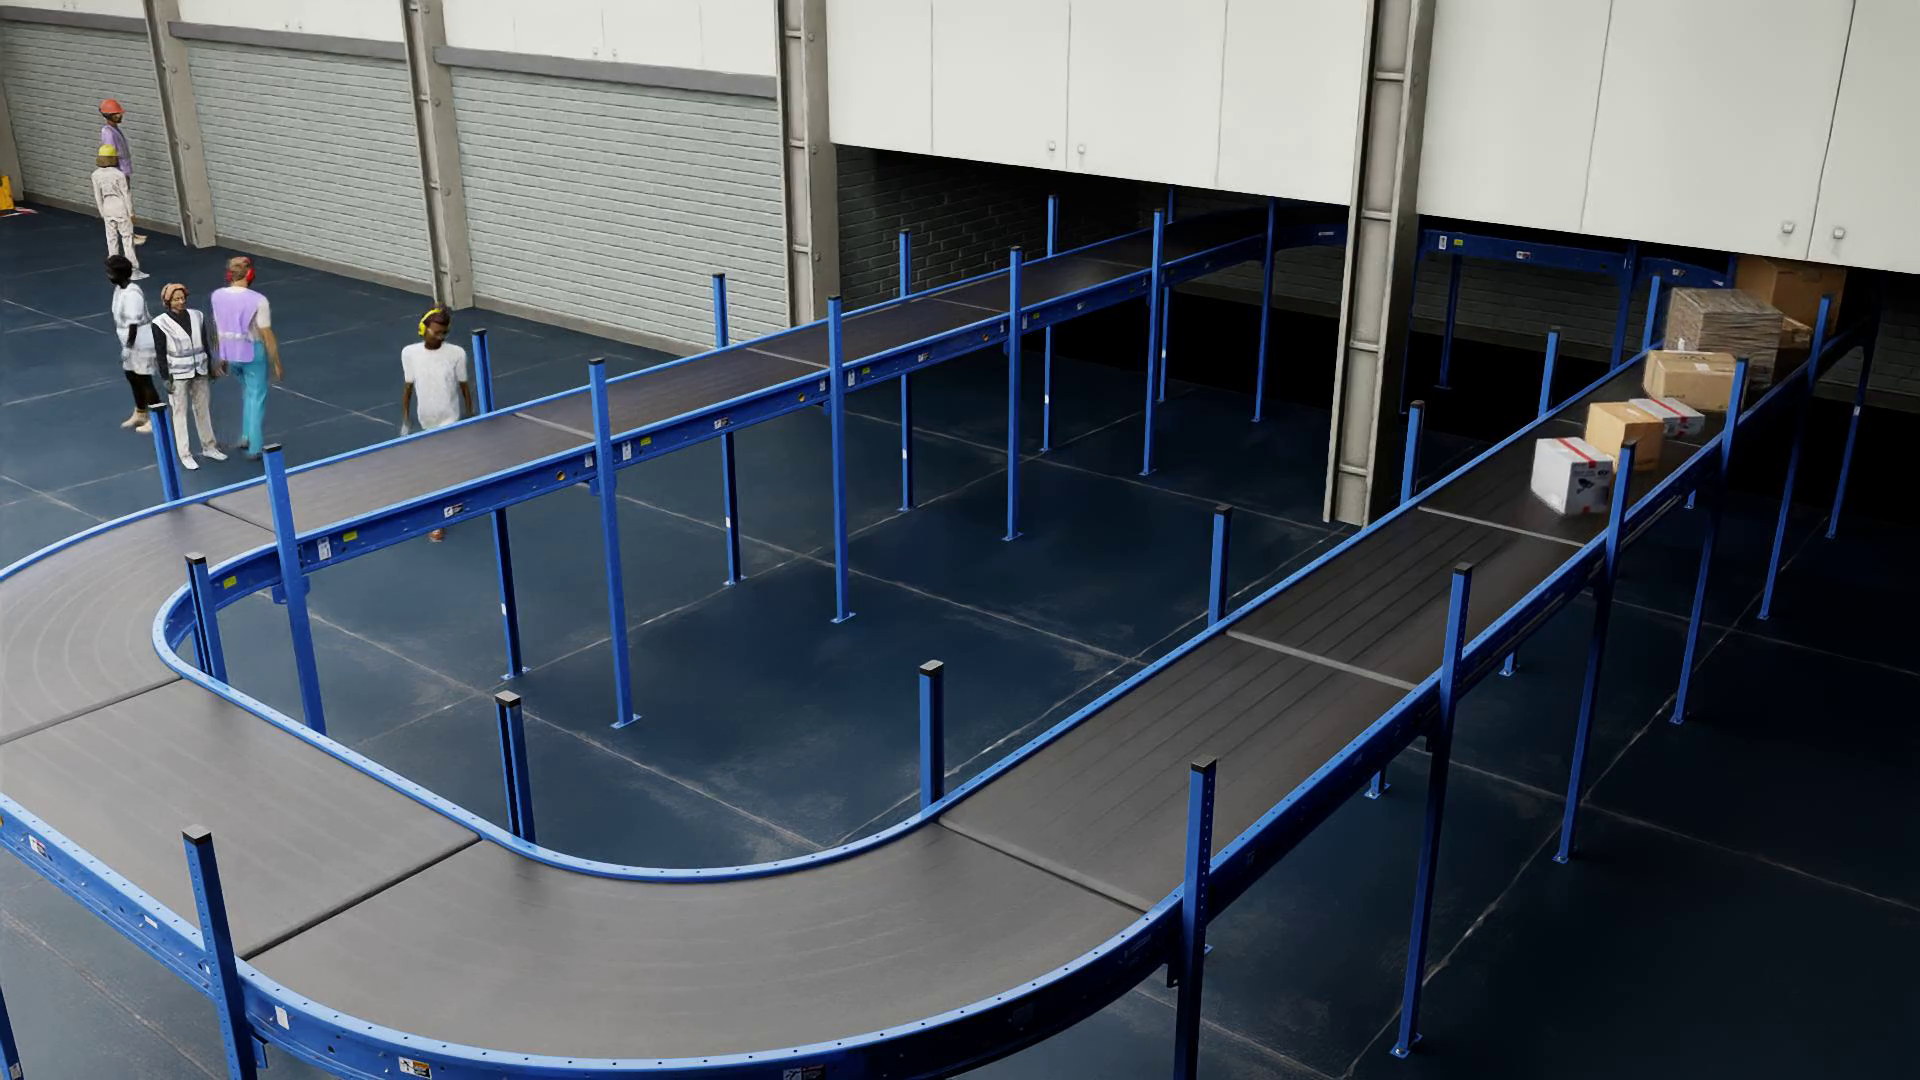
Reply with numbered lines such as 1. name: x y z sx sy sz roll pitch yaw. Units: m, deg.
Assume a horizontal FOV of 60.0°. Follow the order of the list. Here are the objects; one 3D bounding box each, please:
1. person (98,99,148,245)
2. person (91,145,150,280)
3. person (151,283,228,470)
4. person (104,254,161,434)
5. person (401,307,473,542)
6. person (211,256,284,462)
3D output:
1. person: -11.954 -5.246 23.732 0.373 2.043 0.615 -8 23 -19
2. person: -10.945 -4.252 21.623 0.484 1.735 0.310 3 22 9
3. person: -6.797 -1.452 14.636 0.306 1.640 0.523 12 24 27
4. person: -7.728 -1.836 15.546 0.369 1.685 0.541 -19 28 -39
5. person: -4.133 -0.983 13.214 0.537 1.816 0.929 0 21 0
6. person: -6.306 -1.595 14.751 0.618 1.816 0.455 7 23 18
